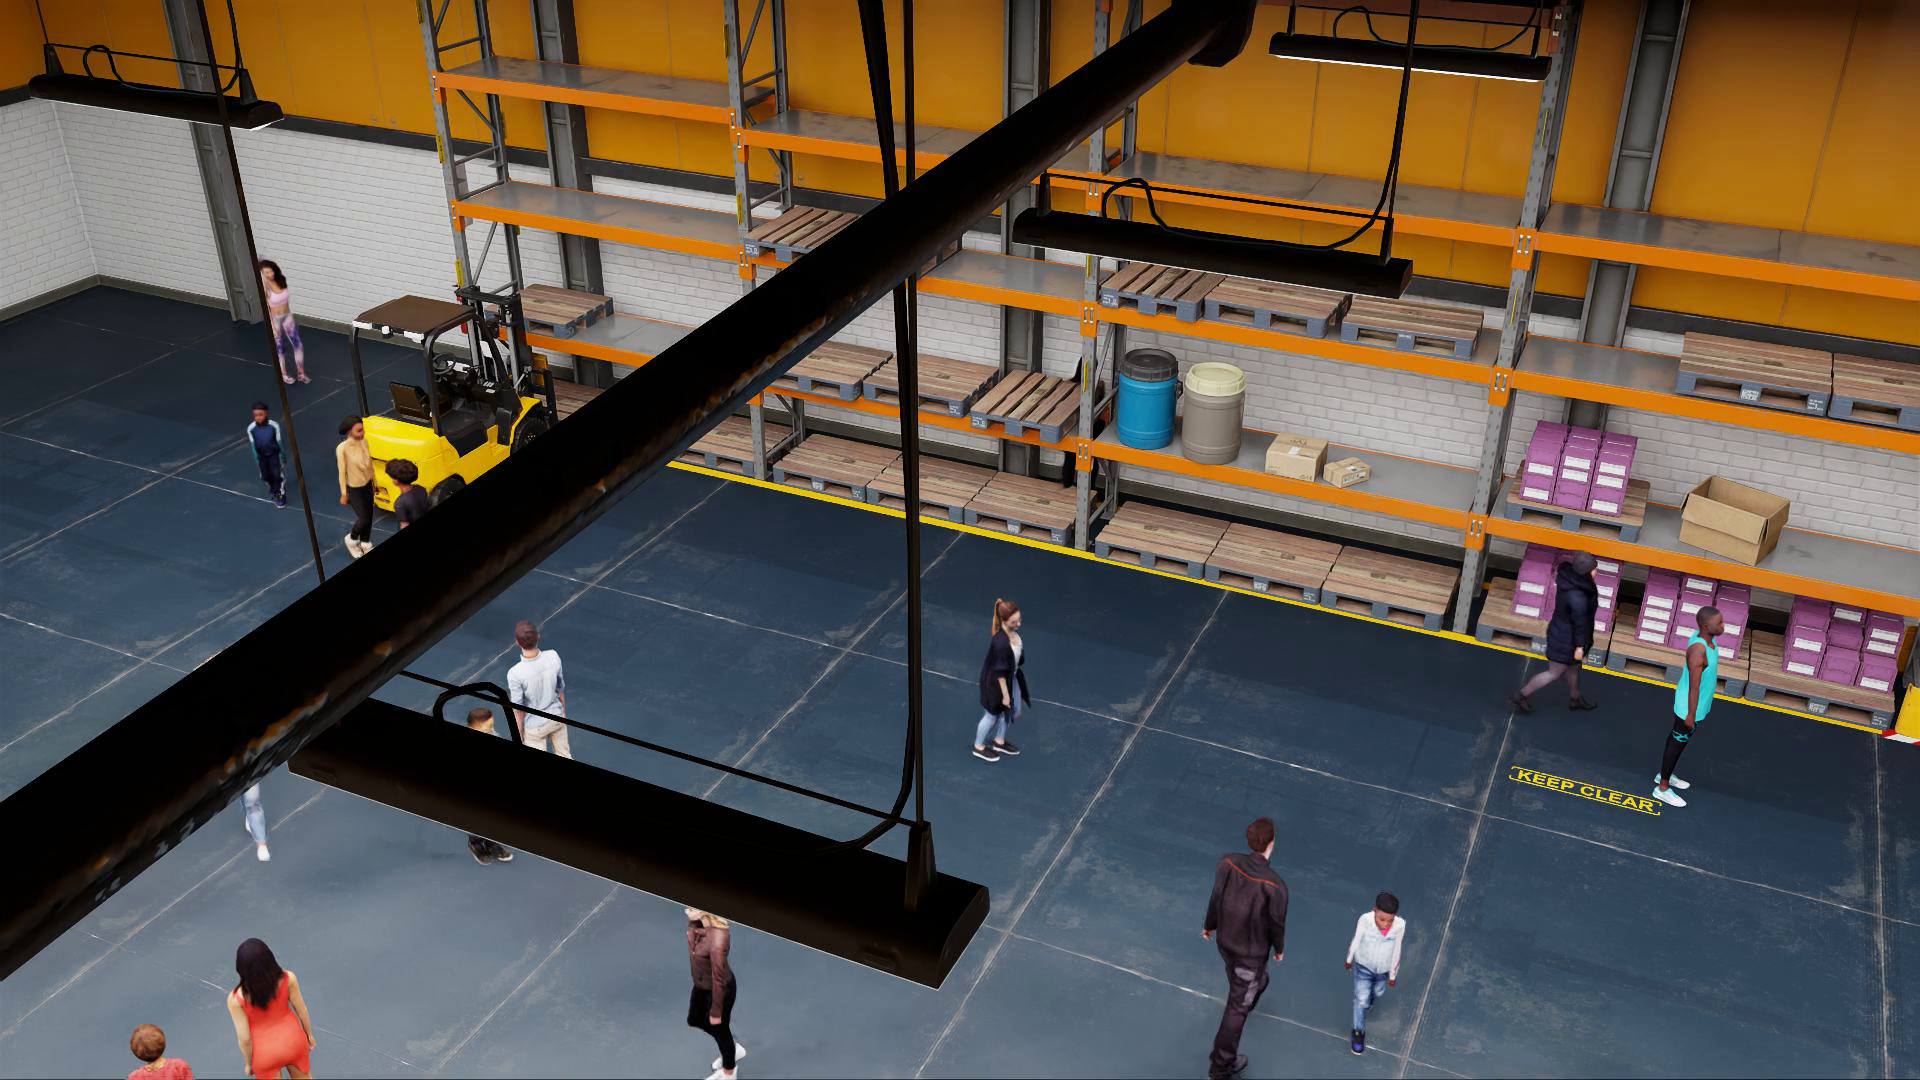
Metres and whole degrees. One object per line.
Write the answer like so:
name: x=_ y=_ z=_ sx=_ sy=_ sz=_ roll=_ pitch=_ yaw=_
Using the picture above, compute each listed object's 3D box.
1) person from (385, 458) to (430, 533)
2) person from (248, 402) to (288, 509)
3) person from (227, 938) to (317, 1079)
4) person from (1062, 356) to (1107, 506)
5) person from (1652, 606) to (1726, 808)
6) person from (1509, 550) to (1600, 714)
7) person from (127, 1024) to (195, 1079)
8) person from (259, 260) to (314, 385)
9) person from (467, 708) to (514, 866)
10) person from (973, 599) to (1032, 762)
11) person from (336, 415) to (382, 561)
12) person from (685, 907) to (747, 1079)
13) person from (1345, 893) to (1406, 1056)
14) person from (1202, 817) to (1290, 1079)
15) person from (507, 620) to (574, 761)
person: x=-5.199 y=0.029 z=16.165 sx=0.863 sy=1.759 sz=0.684 roll=10 pitch=30 yaw=17
person: x=-7.684 y=-0.985 z=18.556 sx=0.643 sy=1.250 sz=0.699 roll=-5 pitch=29 yaw=-9
person: x=-4.279 y=3.183 z=10.425 sx=0.659 sy=1.719 sz=0.652 roll=-22 pitch=35 yaw=-34
person: x=1.374 y=-1.233 z=18.421 sx=0.769 sy=1.814 sz=0.832 roll=-10 pitch=30 yaw=-17
person: x=6.010 y=1.339 z=13.711 sx=0.502 sy=1.811 sz=0.600 roll=14 pitch=31 yaw=23
person: x=5.330 y=0.857 z=14.767 sx=1.129 sy=1.645 sz=0.872 roll=4 pitch=29 yaw=8
person: x=-4.773 y=3.549 z=10.083 sx=0.795 sy=1.403 sz=0.875 roll=-12 pitch=31 yaw=-21
person: x=-8.755 y=-2.793 z=21.372 sx=0.763 sy=1.728 sz=0.658 roll=12 pitch=31 yaw=20
person: x=-3.787 y=1.926 z=13.023 sx=0.600 sy=1.437 sz=0.631 roll=10 pitch=30 yaw=18
person: x=0.282 y=1.195 z=14.141 sx=0.718 sy=1.651 sz=0.654 roll=6 pitch=29 yaw=10
person: x=-6.331 y=-0.550 z=17.346 sx=0.624 sy=1.645 sz=0.612 roll=15 pitch=32 yaw=25
person: x=-1.536 y=2.919 z=10.931 sx=0.792 sy=1.698 sz=0.720 roll=-12 pitch=31 yaw=-21
person: x=2.876 y=2.876 z=11.488 sx=0.846 sy=1.240 sz=0.681 roll=7 pitch=29 yaw=13
person: x=1.836 y=2.747 z=11.086 sx=1.033 sy=1.852 sz=1.235 roll=-25 pitch=37 yaw=-38
person: x=-3.369 y=1.469 z=13.434 sx=0.719 sy=1.847 sz=0.684 roll=-25 pitch=37 yaw=-38
